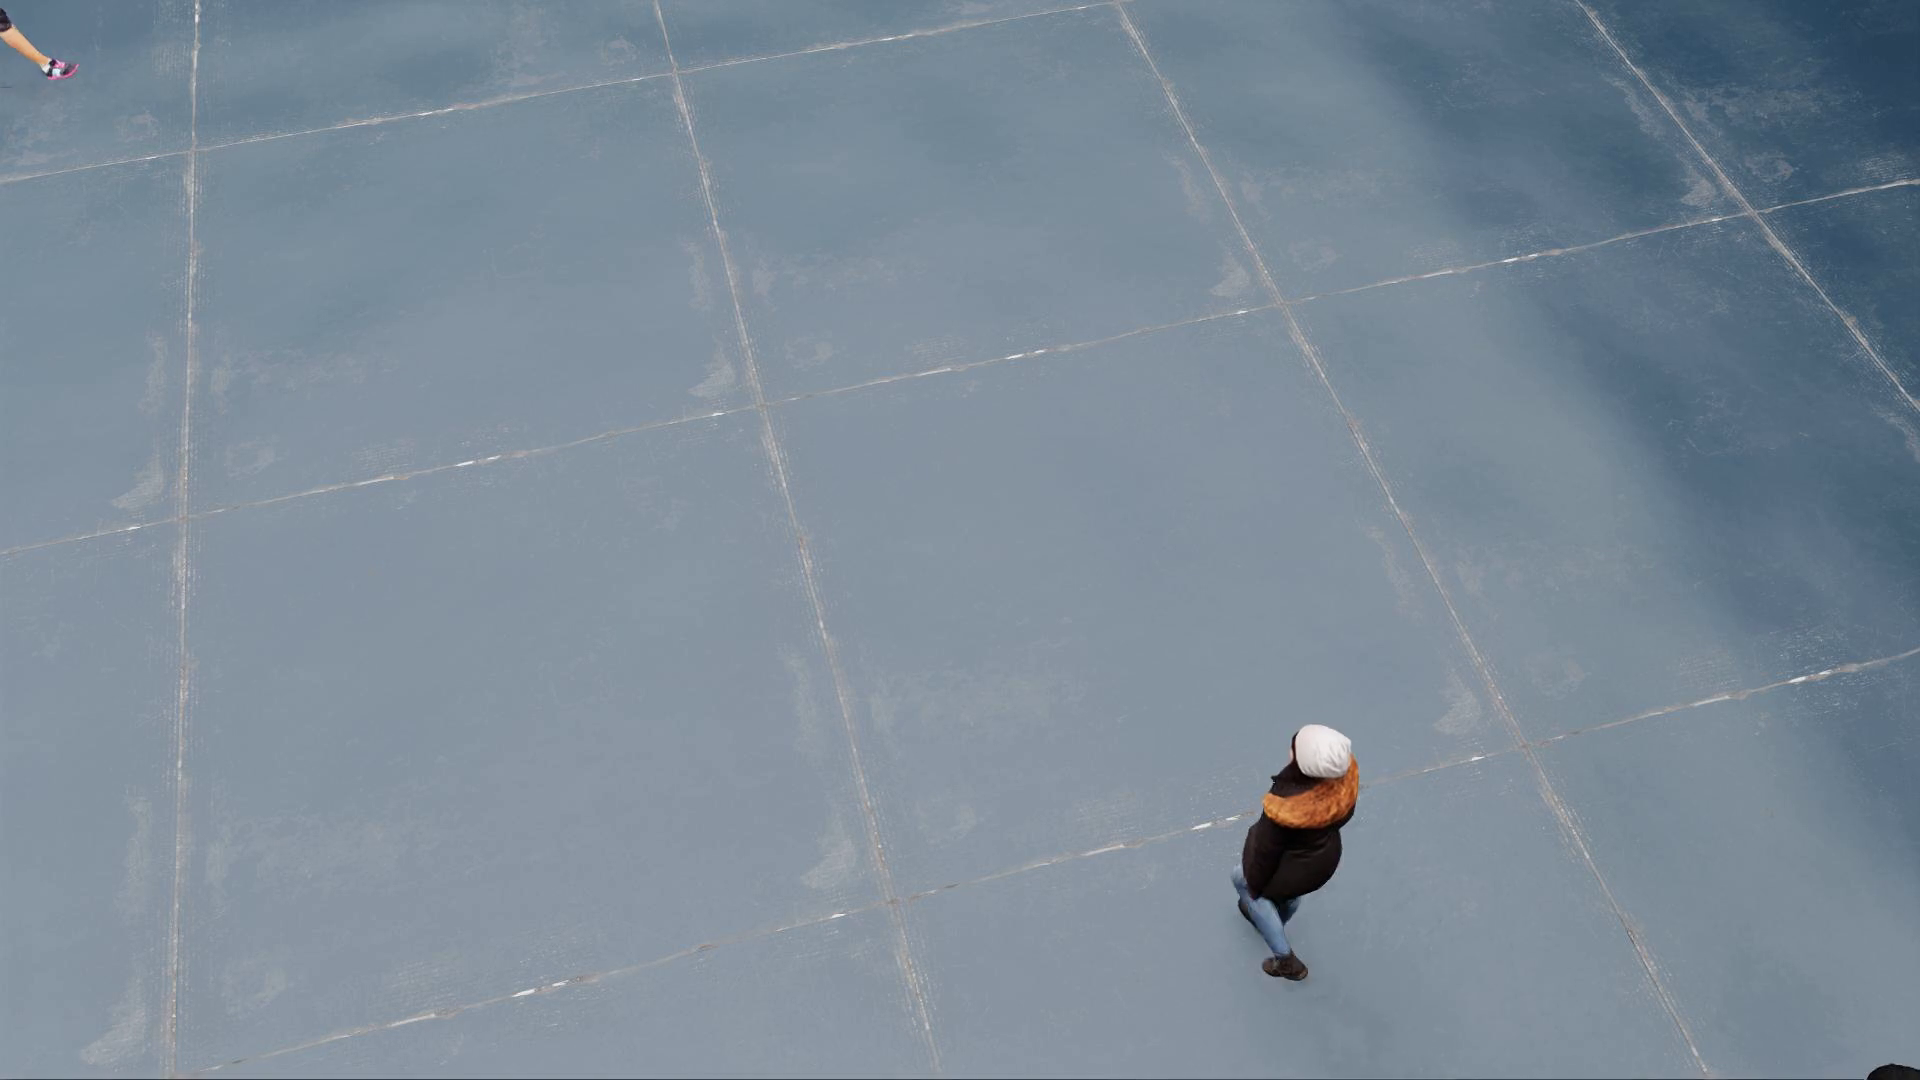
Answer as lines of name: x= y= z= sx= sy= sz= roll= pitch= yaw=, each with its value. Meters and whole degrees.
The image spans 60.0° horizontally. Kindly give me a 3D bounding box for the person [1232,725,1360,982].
person: x=1.335 y=1.242 z=6.407 sx=0.739 sy=1.627 sz=0.801 roll=-28 pitch=57 yaw=-20
